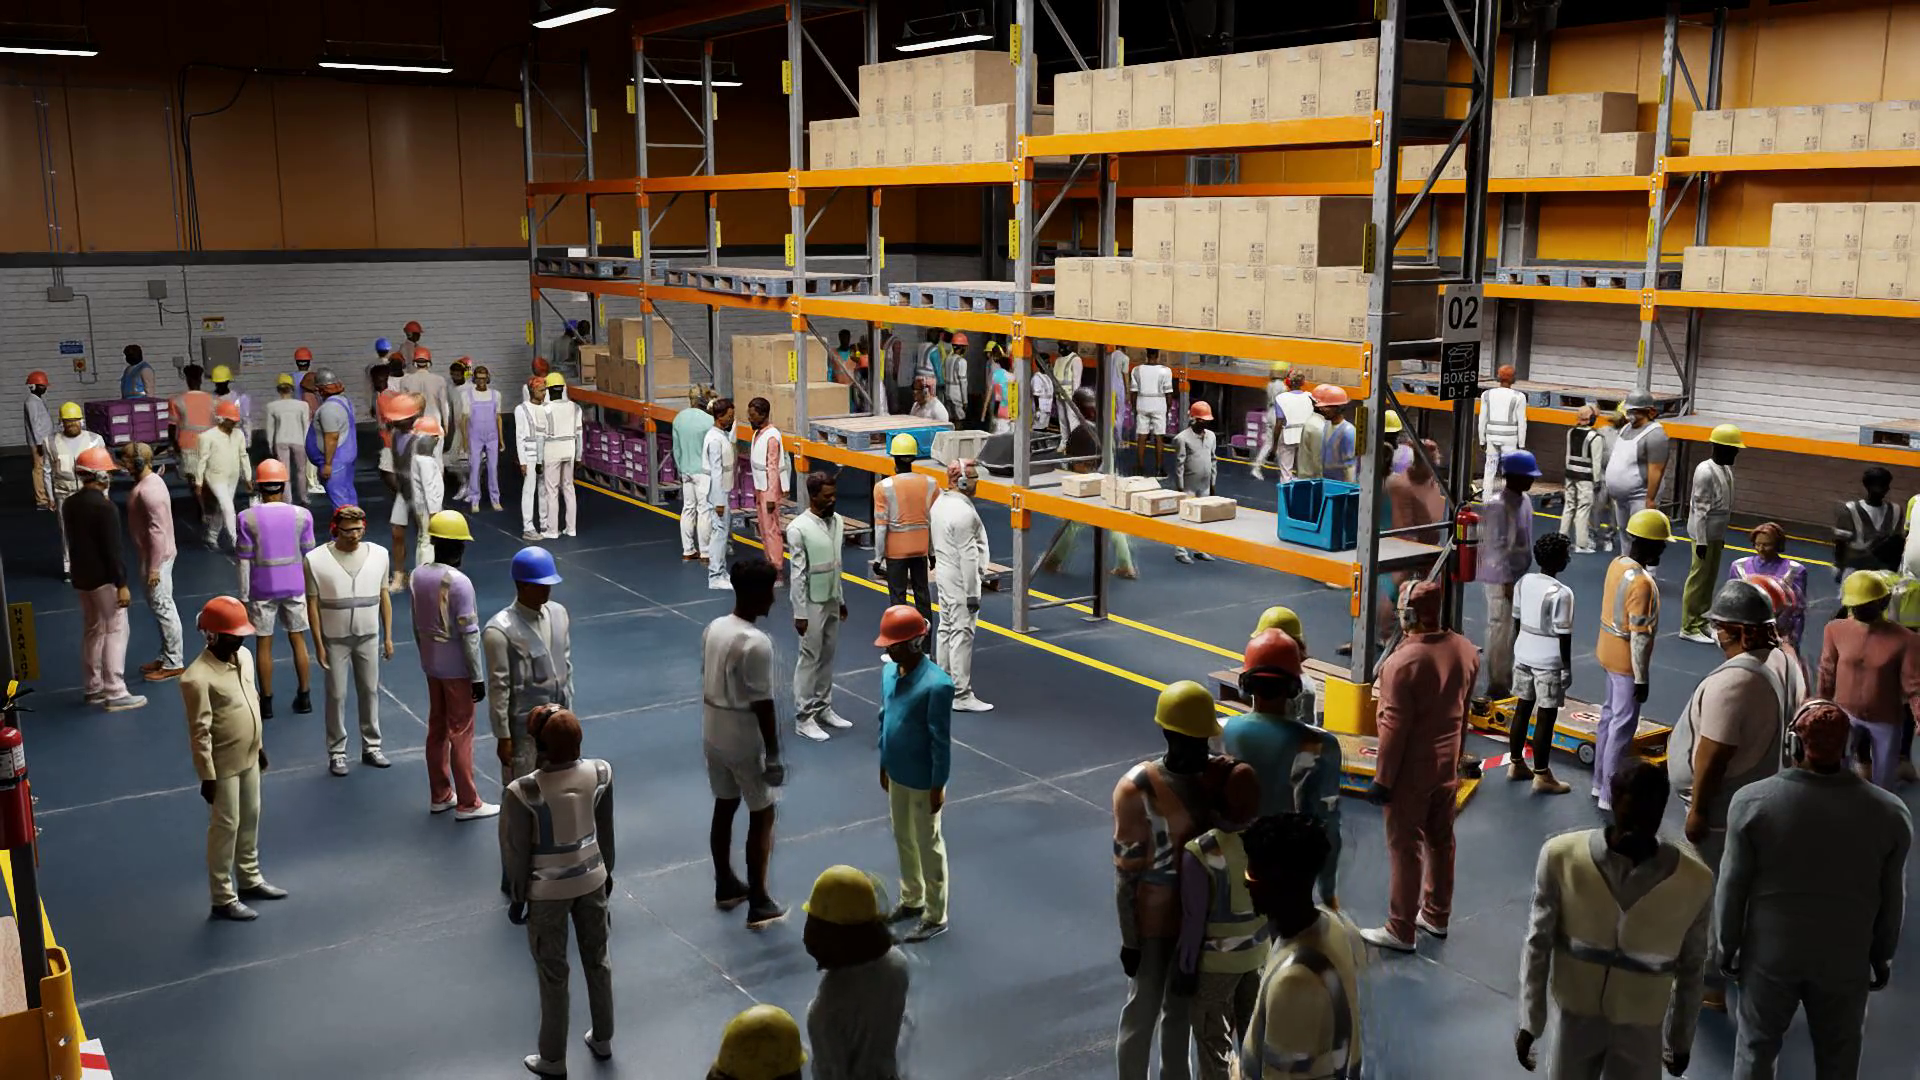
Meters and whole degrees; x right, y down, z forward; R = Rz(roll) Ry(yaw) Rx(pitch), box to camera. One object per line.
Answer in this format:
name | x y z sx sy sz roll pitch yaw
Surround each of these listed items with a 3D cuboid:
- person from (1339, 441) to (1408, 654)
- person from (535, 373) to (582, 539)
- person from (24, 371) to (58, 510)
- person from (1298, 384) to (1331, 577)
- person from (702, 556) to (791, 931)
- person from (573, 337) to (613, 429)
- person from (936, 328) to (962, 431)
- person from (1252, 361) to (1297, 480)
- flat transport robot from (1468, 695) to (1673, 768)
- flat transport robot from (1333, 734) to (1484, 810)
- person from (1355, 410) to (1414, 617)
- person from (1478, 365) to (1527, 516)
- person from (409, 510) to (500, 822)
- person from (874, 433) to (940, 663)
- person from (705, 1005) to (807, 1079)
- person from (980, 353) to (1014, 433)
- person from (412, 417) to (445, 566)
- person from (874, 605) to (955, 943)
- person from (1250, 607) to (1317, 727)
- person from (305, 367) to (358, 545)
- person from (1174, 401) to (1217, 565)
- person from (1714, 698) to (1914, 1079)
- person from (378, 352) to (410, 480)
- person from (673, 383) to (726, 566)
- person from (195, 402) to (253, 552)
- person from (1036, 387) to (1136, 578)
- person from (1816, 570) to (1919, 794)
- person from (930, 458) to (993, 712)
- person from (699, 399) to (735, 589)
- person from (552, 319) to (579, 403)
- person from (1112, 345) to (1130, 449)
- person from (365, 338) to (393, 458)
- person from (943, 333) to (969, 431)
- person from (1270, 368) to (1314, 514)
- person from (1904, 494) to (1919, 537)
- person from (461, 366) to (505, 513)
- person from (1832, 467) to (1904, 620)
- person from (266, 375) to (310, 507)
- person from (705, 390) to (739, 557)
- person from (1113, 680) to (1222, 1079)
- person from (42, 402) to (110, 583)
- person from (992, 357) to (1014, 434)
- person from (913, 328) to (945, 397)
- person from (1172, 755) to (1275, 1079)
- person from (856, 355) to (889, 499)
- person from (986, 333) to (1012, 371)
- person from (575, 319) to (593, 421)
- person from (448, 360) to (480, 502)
person | 3.582 0.064 14.105 0.809 1.817 0.565 -7 13 -33
person | -4.622 -0.967 19.140 0.398 1.913 0.592 11 15 44
person | -11.626 -1.262 21.058 0.339 1.746 0.562 -5 12 -23
person | 3.685 -0.615 17.145 0.406 1.987 0.618 1 11 7
person | -1.130 1.050 8.733 0.441 1.954 0.704 -7 13 -31
person | -5.737 -2.261 25.947 0.532 1.836 0.747 11 15 44
person | -0.248 -2.773 28.385 0.609 1.908 0.427 -3 12 -17
person | 4.413 -1.666 23.243 0.540 1.757 0.500 -4 12 -19
flat transport robot | 4.330 1.313 11.673 0.652 0.197 1.431 -7 13 -33
flat transport robot | 2.632 1.469 10.878 1.431 0.197 0.652 6 13 29
person | 3.943 -0.241 15.376 0.595 1.925 0.373 2 11 9
person | 6.657 -1.204 20.412 0.587 1.883 0.342 9 14 39
person | -3.116 0.769 10.219 0.586 1.924 0.370 9 14 37
person | -0.451 0.085 13.728 0.585 1.920 0.374 -6 12 -27
person | -0.527 2.022 4.300 0.491 1.732 0.325 6 12 27
person | 0.652 -1.798 23.749 0.640 1.772 0.961 -6 13 -29
person | -5.187 -0.332 16.292 0.346 1.746 0.573 -6 12 -27
person | -0.260 1.182 8.577 0.354 1.737 0.578 -8 14 -35
person | 1.616 1.192 8.512 0.307 1.743 0.494 -4 12 -21
person | -7.002 -0.914 18.527 0.536 2.000 0.682 0 11 -1
person | 2.530 -0.612 17.745 0.567 1.744 0.350 -7 13 -33
person | 3.226 1.537 6.364 0.648 1.900 0.400 4 12 19
person | -7.528 -1.590 22.425 0.579 1.878 0.343 -3 11 -14
person | -2.778 -0.694 17.673 0.632 1.936 0.359 9 14 39
person | -8.050 -0.673 18.188 0.900 1.701 0.585 5 12 24
person | 1.333 -0.625 17.052 1.092 2.000 0.694 9 14 39
person | 5.160 1.028 9.399 0.633 1.733 0.558 9 14 39
person | 0.018 0.331 12.503 0.407 1.910 0.639 -4 12 -20
person | -2.388 -0.455 16.540 0.409 1.907 0.598 -1 11 -4
person | -6.896 -2.897 29.037 0.653 1.901 0.645 5 12 25
person | 2.524 -2.357 26.458 0.352 1.835 0.518 -8 13 -34
person | -8.383 -1.976 24.253 0.622 1.926 0.610 3 11 13
person | -0.032 -2.173 25.259 0.387 1.930 0.544 -7 13 -32
person | 4.088 -1.174 20.359 0.575 1.843 0.374 -4 12 -18
person | 8.187 0.159 13.941 0.535 1.691 0.320 3 12 16
person | -5.957 -1.257 20.794 0.517 1.842 0.325 -6 13 -28
person | 7.423 0.222 13.636 0.538 1.684 0.380 1 11 3
person | -8.422 -1.215 20.890 0.533 1.725 0.825 -4 12 -18
person | -2.689 -0.725 18.087 0.564 1.841 0.385 -3 11 -15
person | 0.856 1.481 6.564 0.588 1.928 0.384 -8 14 -35
person | -8.946 -0.486 16.860 0.597 1.836 0.404 -6 13 -28
person | 0.675 -1.769 23.786 0.540 1.696 0.317 -9 14 -39
person | -0.451 -2.673 28.151 0.682 1.813 0.640 -5 12 -24
person | 1.046 1.636 6.497 0.519 1.644 0.308 -8 14 -36
person | -1.106 -1.437 21.537 0.451 1.917 0.613 -2 11 -10
person | 0.692 -2.577 27.369 0.590 1.915 0.392 6 13 29
person | -6.363 -2.801 28.465 0.367 1.934 0.627 4 12 18
person | -6.423 -1.410 21.541 0.554 1.853 0.380 5 12 25
